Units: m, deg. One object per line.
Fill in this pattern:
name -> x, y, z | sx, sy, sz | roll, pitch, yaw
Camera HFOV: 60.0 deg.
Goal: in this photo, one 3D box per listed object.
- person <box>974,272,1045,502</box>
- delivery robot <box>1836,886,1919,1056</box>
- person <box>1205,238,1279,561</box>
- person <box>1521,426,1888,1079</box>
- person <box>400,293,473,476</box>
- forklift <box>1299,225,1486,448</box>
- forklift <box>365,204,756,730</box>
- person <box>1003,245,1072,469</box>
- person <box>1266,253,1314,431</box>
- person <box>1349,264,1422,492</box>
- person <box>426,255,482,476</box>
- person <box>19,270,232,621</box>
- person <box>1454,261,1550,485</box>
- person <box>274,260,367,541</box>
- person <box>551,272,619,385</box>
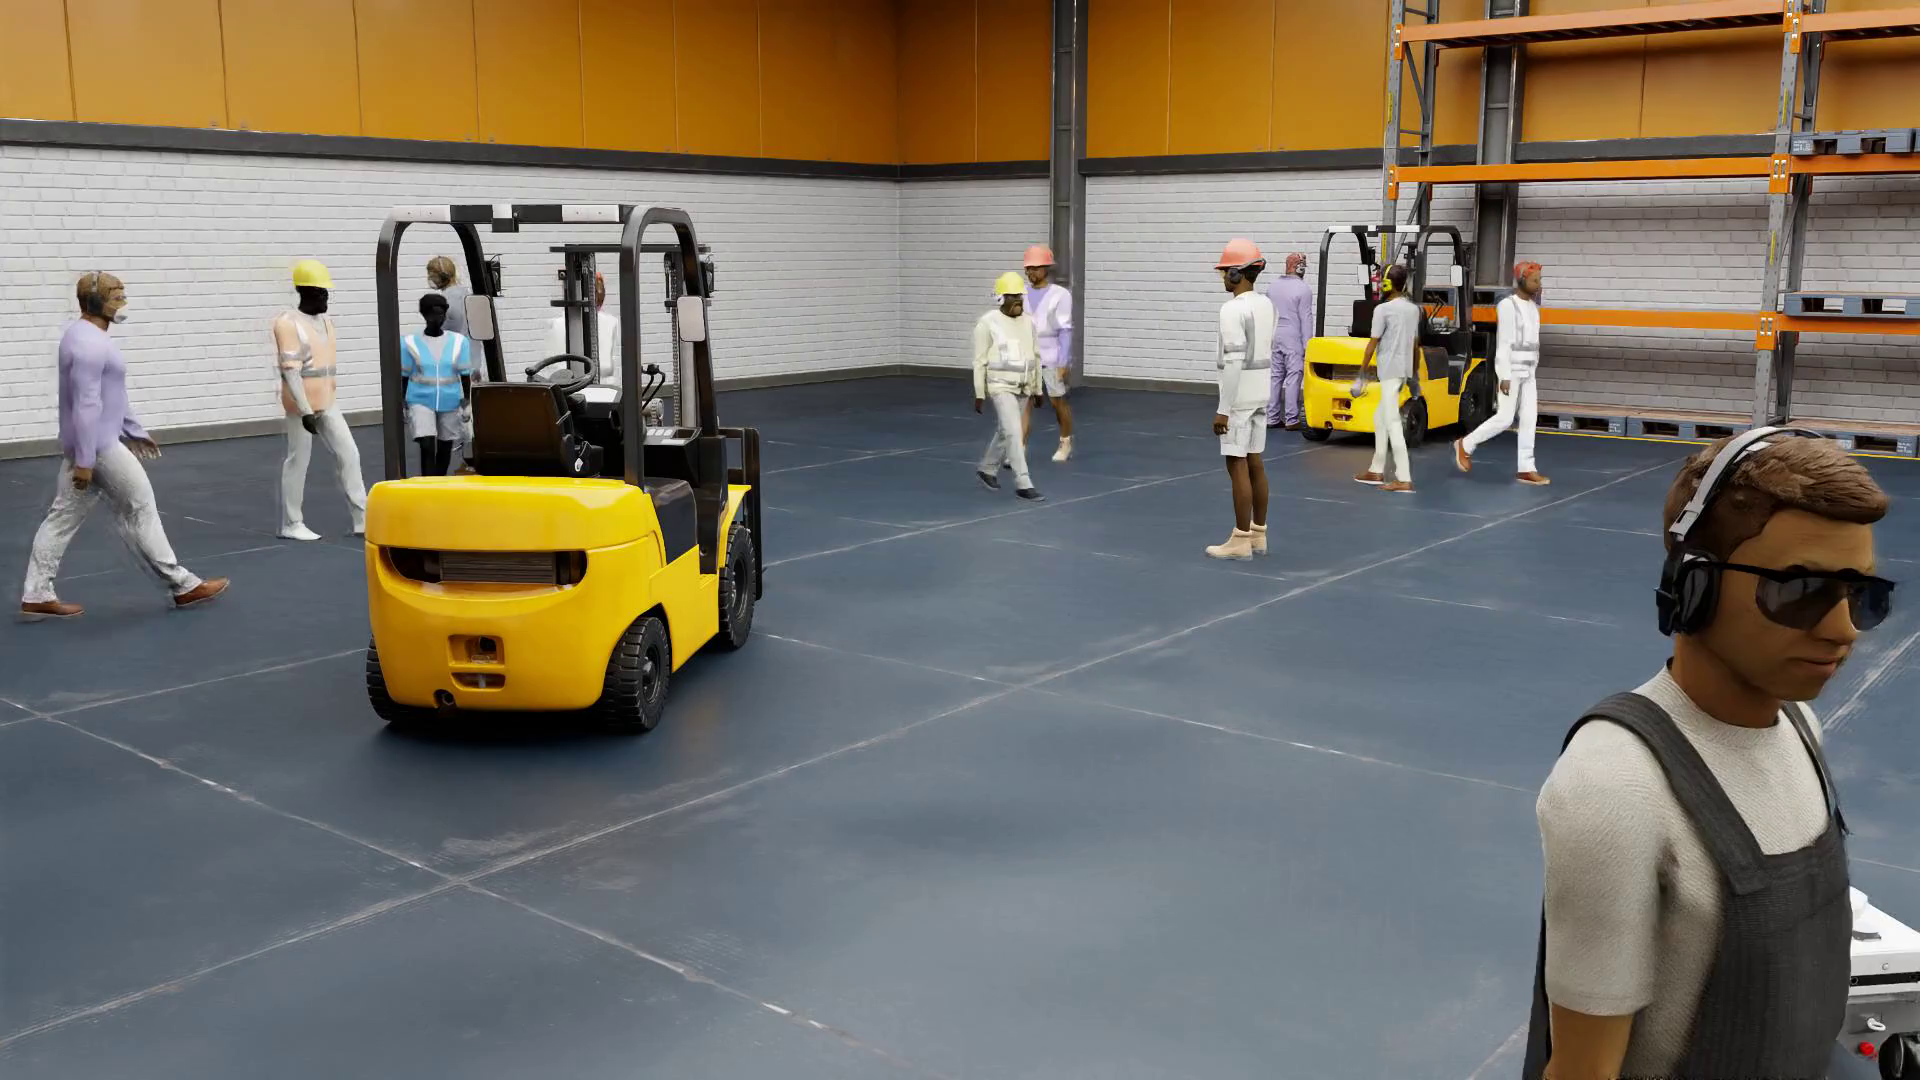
person -> 0.386, -1.232, 13.229 | 0.603, 1.792, 0.909 | -8, 13, -38
delivery robot -> 2.072, 0.975, 4.155 | 0.477, 0.478, 0.707 | -1, 10, -8
person -> 1.777, -0.890, 10.625 | 0.391, 2.041, 0.615 | 7, 12, 34
person -> 0.814, 0.785, 1.899 | 0.506, 1.842, 0.342 | -10, 14, -43
person -> -3.964, -1.041, 12.533 | 0.544, 1.658, 0.807 | -5, 12, -28
forklift -> 4.449, -2.115, 16.993 | 1.214, 2.155, 2.313 | 8, 13, 38
forklift -> -1.766, -0.406, 7.525 | 1.214, 2.155, 2.313 | 1, 10, 7
person -> 0.735, -1.649, 14.991 | 0.647, 1.993, 1.055 | 6, 12, 30
person -> 3.560, -2.118, 17.836 | 0.403, 1.900, 0.647 | -6, 12, -32
person -> 3.429, -1.316, 13.578 | 0.514, 1.839, 0.789 | -9, 14, -41
person -> -4.227, -1.417, 13.923 | 0.523, 1.907, 0.640 | 1, 10, 6
person -> -4.593, -0.498, 8.940 | 1.063, 1.882, 0.645 | -7, 12, -34
person -> 4.614, -1.405, 13.981 | 0.585, 1.864, 0.758 | -9, 13, -39
person -> -4.258, -0.917, 11.193 | 0.876, 1.893, 0.601 | 3, 11, 15
person -> -2.678, -0.980, 11.716 | 0.972, 1.841, 0.587 | 9, 14, 42
